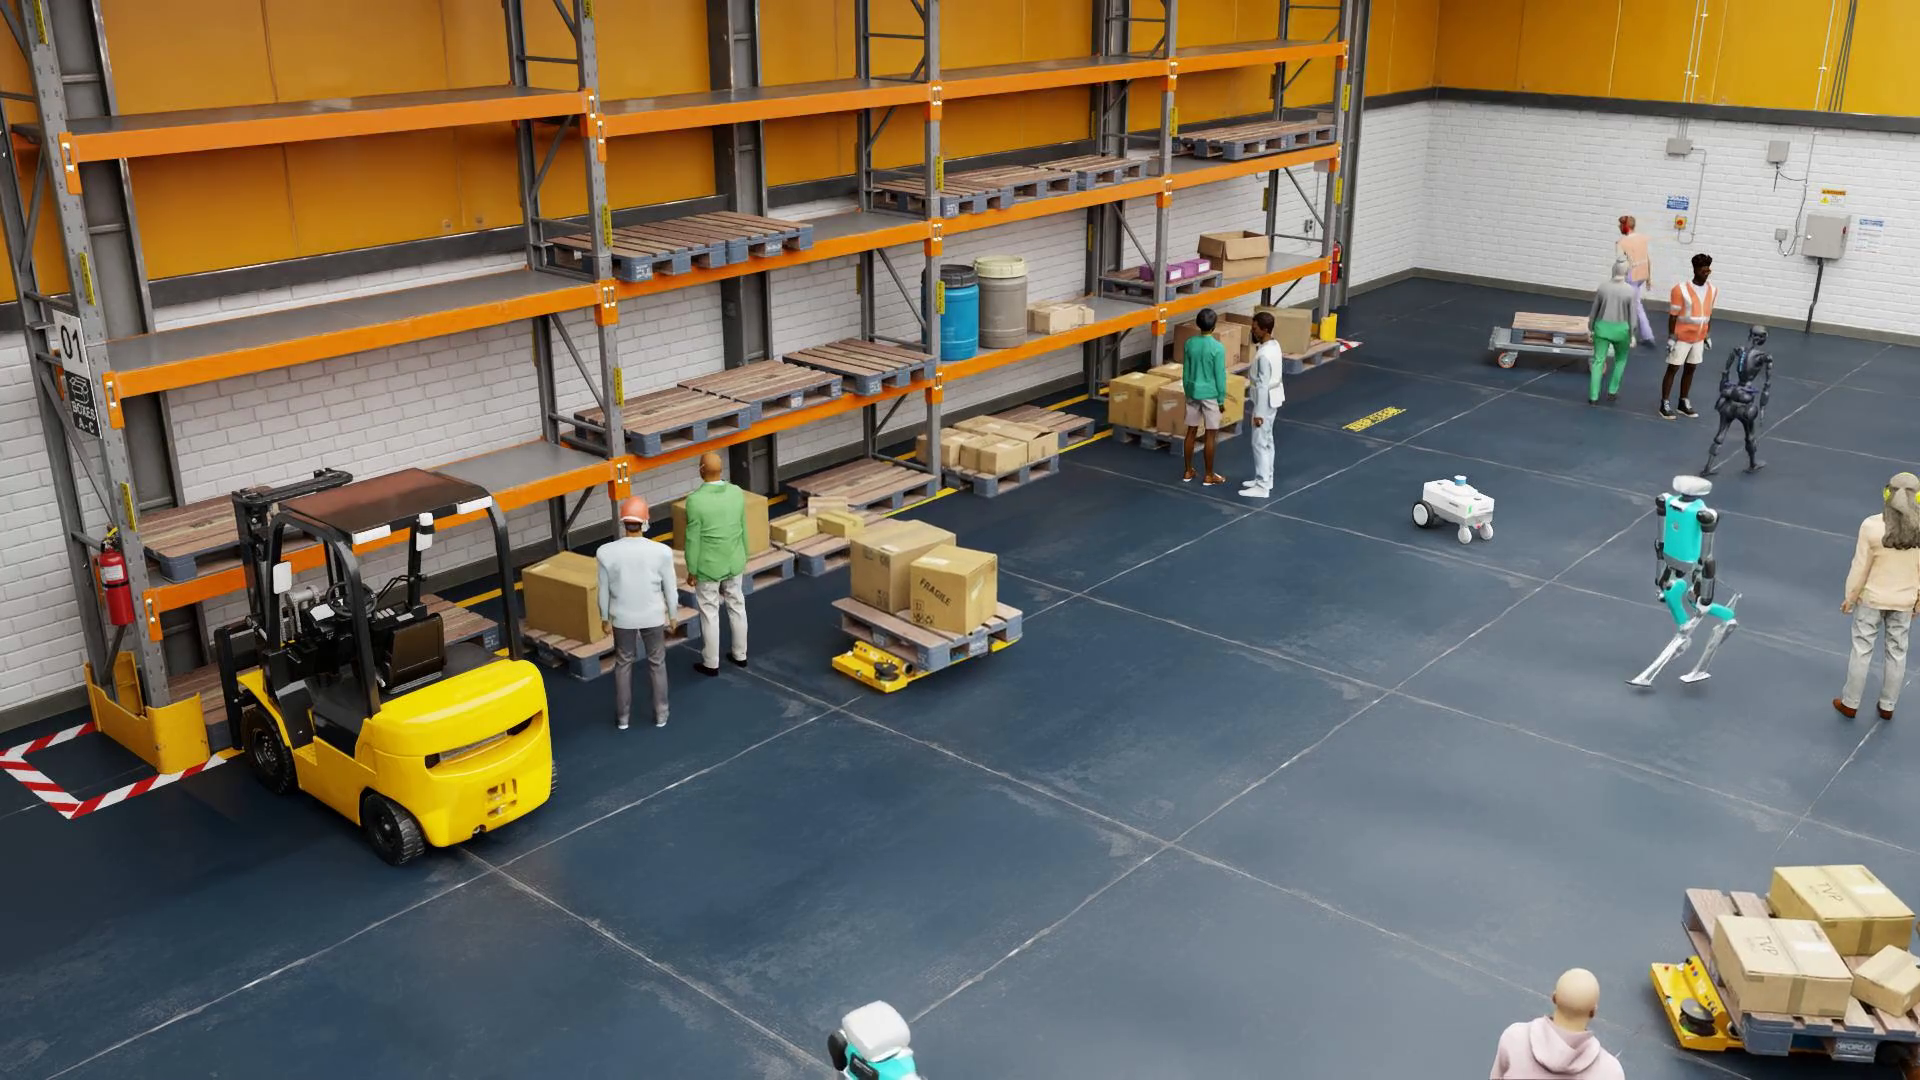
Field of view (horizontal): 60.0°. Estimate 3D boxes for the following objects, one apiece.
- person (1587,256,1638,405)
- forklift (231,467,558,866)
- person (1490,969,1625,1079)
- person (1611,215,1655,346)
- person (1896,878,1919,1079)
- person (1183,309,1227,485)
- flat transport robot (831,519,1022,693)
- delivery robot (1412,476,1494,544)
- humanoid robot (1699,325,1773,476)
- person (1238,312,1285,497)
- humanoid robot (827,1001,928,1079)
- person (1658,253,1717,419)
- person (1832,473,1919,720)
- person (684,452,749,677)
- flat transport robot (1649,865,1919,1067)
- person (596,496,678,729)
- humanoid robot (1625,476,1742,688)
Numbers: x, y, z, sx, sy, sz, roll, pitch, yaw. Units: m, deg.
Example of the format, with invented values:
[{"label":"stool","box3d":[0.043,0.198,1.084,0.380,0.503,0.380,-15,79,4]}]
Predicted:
[{"label":"person","box3d":[7.960,-2.562,20.250,0.615,1.826,0.713,12,24,30]},{"label":"forklift","box3d":[-3.730,0.710,10.856,2.313,2.155,1.214,17,26,38]},{"label":"person","box3d":[2.327,2.497,6.617,0.541,1.774,0.419,12,24,30]},{"label":"person","box3d":[9.383,-3.623,23.217,0.574,1.764,1.045,-14,25,-34]},{"label":"person","box3d":[5.003,1.821,8.208,0.634,1.939,0.366,-5,21,-12]},{"label":"person","box3d":[2.530,-1.483,17.283,0.494,1.854,0.396,15,25,35]},{"label":"flat transport robot","box3d":[-0.269,0.838,13.280,1.431,0.231,0.659,-18,27,-40]},{"label":"delivery robot","box3d":[4.779,-0.318,16.022,0.499,0.609,0.813,-9,22,-24]},{"label":"humanoid robot","box3d":[8.266,-1.474,17.577,0.772,1.624,0.612,-11,23,-28]},{"label":"person","box3d":[3.098,-1.377,16.920,0.383,1.910,0.593,6,21,17]},{"label":"humanoid robot","box3d":[-0.544,2.667,6.259,0.998,1.775,0.530,-17,26,-39]},{"label":"person","box3d":[8.609,-2.407,19.625,0.601,1.966,0.367,-5,21,-15]},{"label":"person","box3d":[6.726,0.425,12.083,0.553,1.875,0.403,4,21,11]},{"label":"person","box3d":[-1.875,0.186,12.875,0.551,1.781,0.385,-16,26,-37]},{"label":"flat transport robot","box3d":[4.498,2.479,8.835,1.431,0.231,0.659,2,20,7]},{"label":"person","box3d":[-2.318,0.523,12.008,0.575,1.737,0.351,-2,20,-7]},{"label":"humanoid robot","box3d":[5.537,0.346,12.491,0.910,1.761,0.540,-8,22,-21]}]
